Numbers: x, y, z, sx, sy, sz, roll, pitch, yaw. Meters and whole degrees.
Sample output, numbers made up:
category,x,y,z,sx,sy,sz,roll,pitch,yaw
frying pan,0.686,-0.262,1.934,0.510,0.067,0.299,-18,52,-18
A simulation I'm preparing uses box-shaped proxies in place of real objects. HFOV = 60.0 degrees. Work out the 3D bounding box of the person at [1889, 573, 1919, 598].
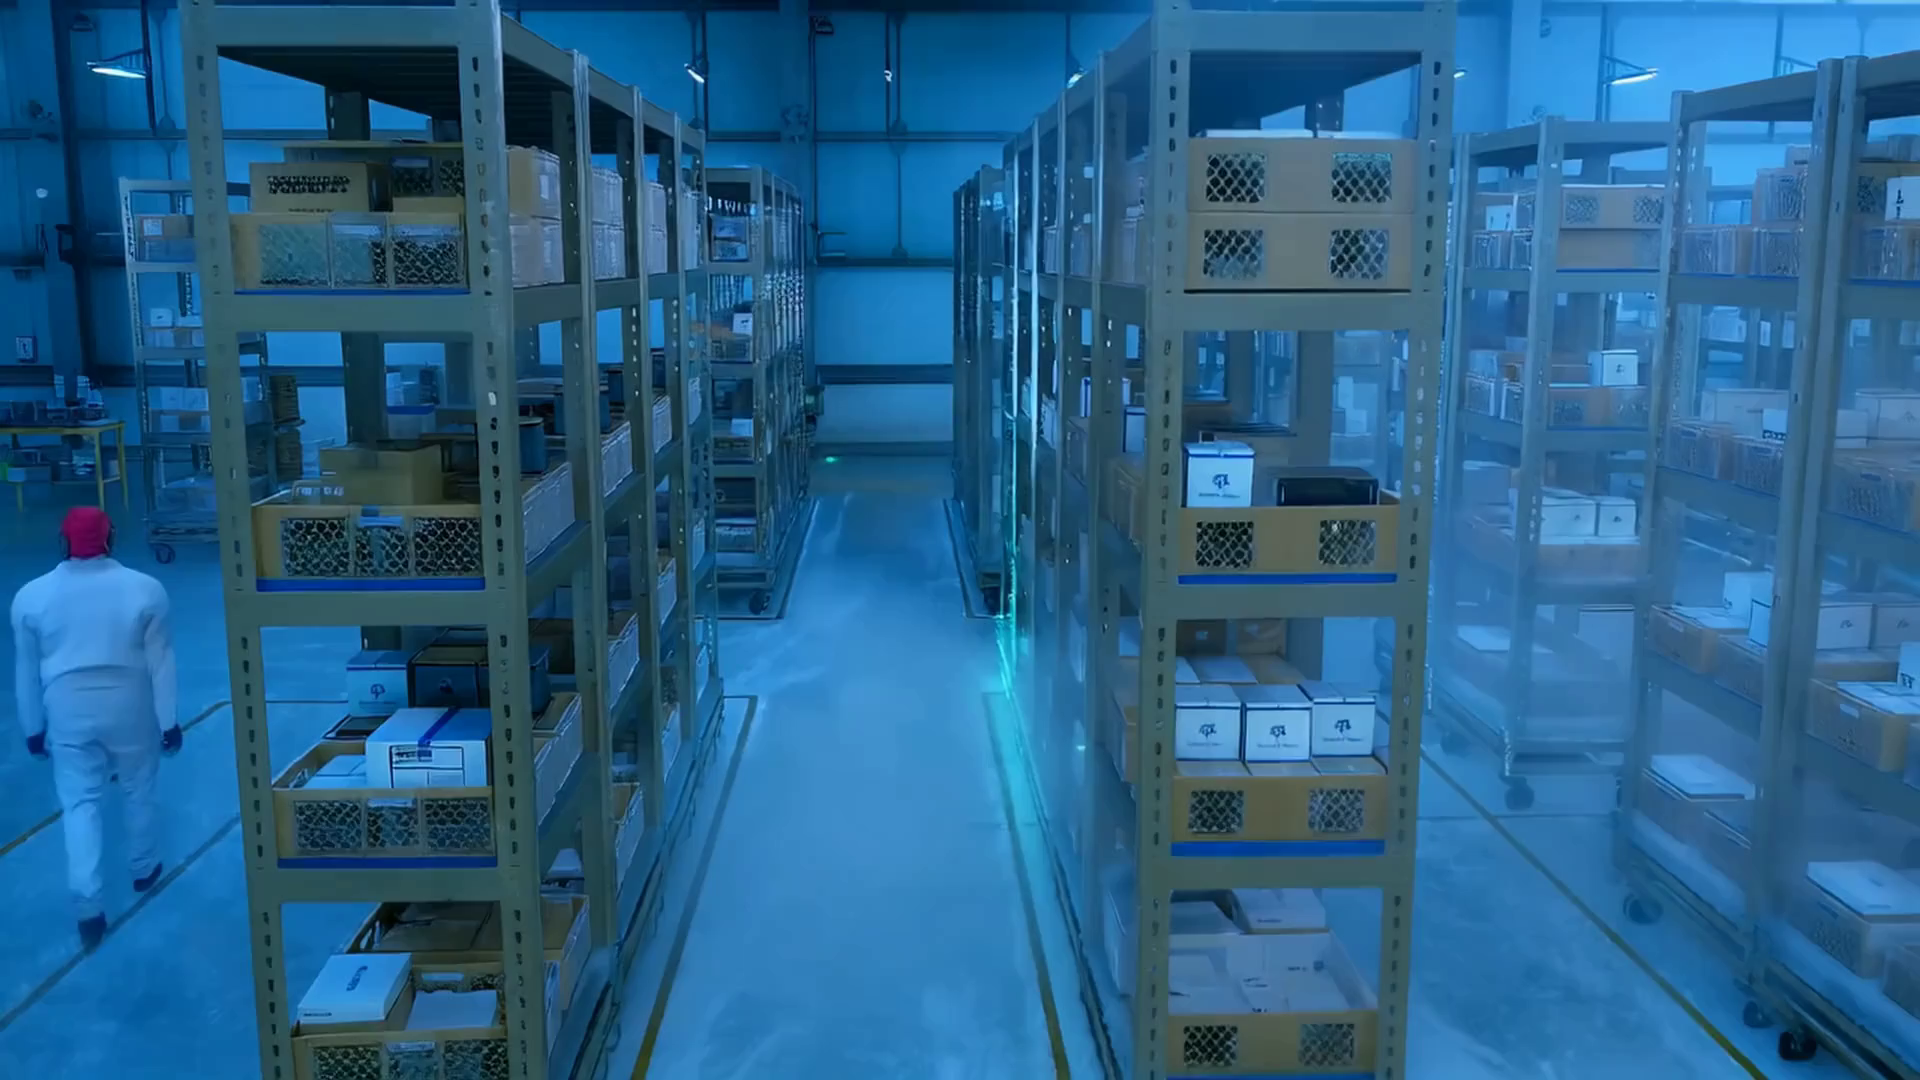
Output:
category,x,y,z,sx,sy,sz,roll,pitch,yaw
person,6.963,-0.023,11.958,0.845,1.822,0.581,0,10,2

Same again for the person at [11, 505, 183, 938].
category,x,y,z,sx,sy,sz,roll,pitch,yaw
person,-3.795,0.773,7.340,0.651,1.857,0.994,-4,11,-22

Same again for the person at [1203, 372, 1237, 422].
category,x,y,z,sx,sy,sz,roll,pitch,yaw
person,2.097,-0.335,13.214,0.379,1.996,0.611,1,10,5
